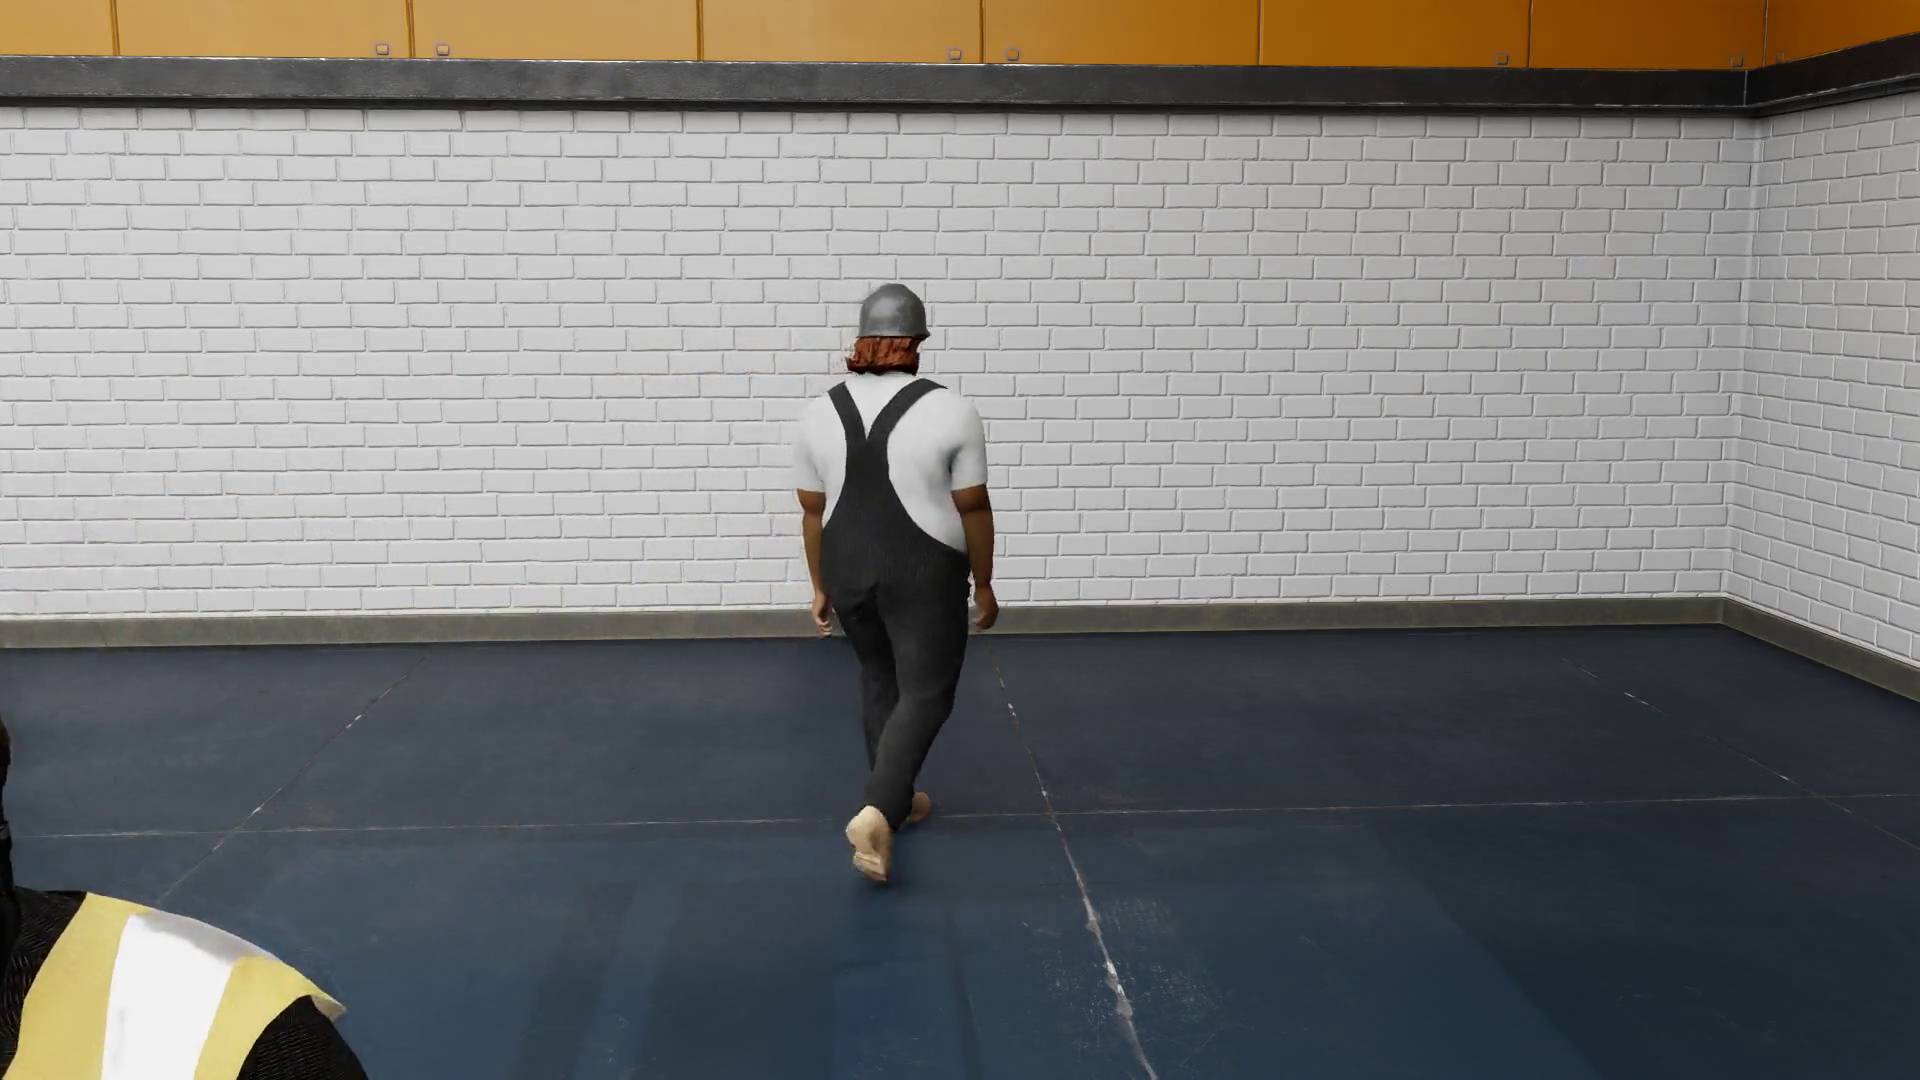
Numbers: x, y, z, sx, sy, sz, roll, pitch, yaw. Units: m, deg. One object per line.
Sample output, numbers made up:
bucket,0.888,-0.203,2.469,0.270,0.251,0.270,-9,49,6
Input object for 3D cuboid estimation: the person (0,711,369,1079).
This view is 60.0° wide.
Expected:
person,-0.740,0.918,1.310,0.621,1.817,0.817,-1,9,-9

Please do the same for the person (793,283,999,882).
person,-0.243,0.105,5.697,0.687,2.000,0.903,4,10,25
